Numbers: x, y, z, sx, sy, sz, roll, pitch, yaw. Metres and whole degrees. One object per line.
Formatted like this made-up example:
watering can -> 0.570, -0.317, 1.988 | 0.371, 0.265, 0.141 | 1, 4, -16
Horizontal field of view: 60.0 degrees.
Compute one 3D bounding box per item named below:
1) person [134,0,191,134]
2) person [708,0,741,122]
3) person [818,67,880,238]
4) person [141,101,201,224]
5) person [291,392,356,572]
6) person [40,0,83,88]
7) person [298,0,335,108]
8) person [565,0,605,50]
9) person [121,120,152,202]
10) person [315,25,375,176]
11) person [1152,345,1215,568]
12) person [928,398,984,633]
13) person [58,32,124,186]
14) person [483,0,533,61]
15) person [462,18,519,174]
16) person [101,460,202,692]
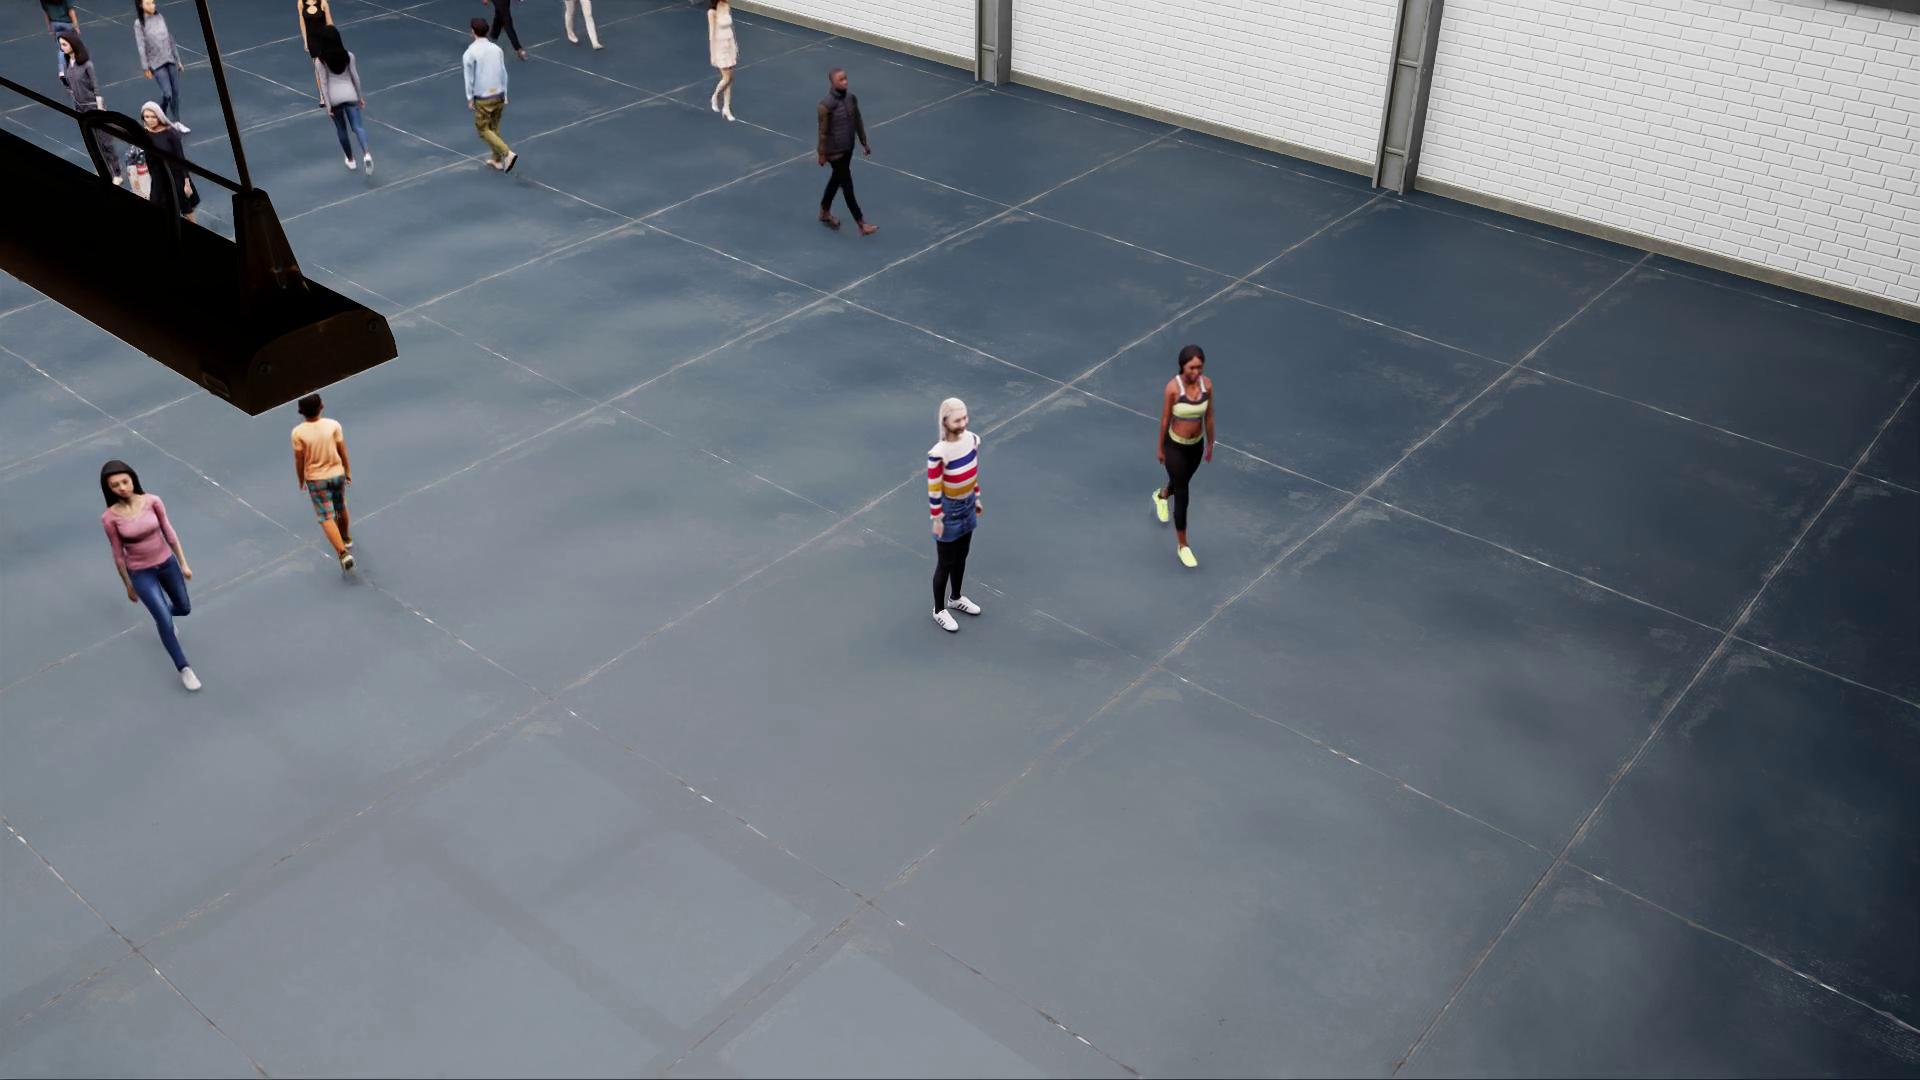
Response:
person -> -9.872, -5.871, 20.448 | 0.687, 1.722, 0.681 | 16, 37, 22
person -> -3.024, -6.118, 20.814 | 0.706, 1.727, 0.649 | 19, 38, 26
person -> -1.349, -4.172, 17.833 | 1.177, 1.787, 0.791 | 20, 39, 27
person -> -8.107, -3.680, 17.156 | 0.978, 1.718, 1.041 | -3, 34, -4
person -> -4.764, -0.440, 12.535 | 0.721, 1.437, 1.000 | -20, 39, -27
person -> -11.849, -6.767, 21.919 | 1.014, 1.586, 1.085 | -4, 34, -5
person -> -8.188, -6.385, 21.287 | 0.621, 1.650, 0.672 | -5, 34, -7
person -> -5.439, -7.737, 23.306 | 0.752, 1.666, 1.198 | -25, 41, -32
person -> -8.606, -3.728, 17.486 | 0.670, 1.431, 0.625 | 8, 35, 12
person -> -7.093, -5.032, 19.196 | 0.811, 1.710, 1.124 | -20, 39, -27
person -> 1.679, -0.728, 12.711 | 0.970, 1.720, 1.177 | -10, 35, -15
person -> -0.046, -0.204, 11.845 | 0.502, 1.808, 0.649 | 26, 41, 33
person -> -9.929, -4.958, 19.036 | 0.669, 1.765, 0.870 | 10, 35, 14
person -> -6.385, -7.532, 22.906 | 1.189, 1.768, 0.678 | 25, 41, 33
person -> -5.408, -5.083, 19.200 | 0.930, 1.790, 0.665 | 25, 41, 33
person -> -5.513, 0.182, 11.340 | 0.649, 1.724, 0.980 | -27, 42, -34
